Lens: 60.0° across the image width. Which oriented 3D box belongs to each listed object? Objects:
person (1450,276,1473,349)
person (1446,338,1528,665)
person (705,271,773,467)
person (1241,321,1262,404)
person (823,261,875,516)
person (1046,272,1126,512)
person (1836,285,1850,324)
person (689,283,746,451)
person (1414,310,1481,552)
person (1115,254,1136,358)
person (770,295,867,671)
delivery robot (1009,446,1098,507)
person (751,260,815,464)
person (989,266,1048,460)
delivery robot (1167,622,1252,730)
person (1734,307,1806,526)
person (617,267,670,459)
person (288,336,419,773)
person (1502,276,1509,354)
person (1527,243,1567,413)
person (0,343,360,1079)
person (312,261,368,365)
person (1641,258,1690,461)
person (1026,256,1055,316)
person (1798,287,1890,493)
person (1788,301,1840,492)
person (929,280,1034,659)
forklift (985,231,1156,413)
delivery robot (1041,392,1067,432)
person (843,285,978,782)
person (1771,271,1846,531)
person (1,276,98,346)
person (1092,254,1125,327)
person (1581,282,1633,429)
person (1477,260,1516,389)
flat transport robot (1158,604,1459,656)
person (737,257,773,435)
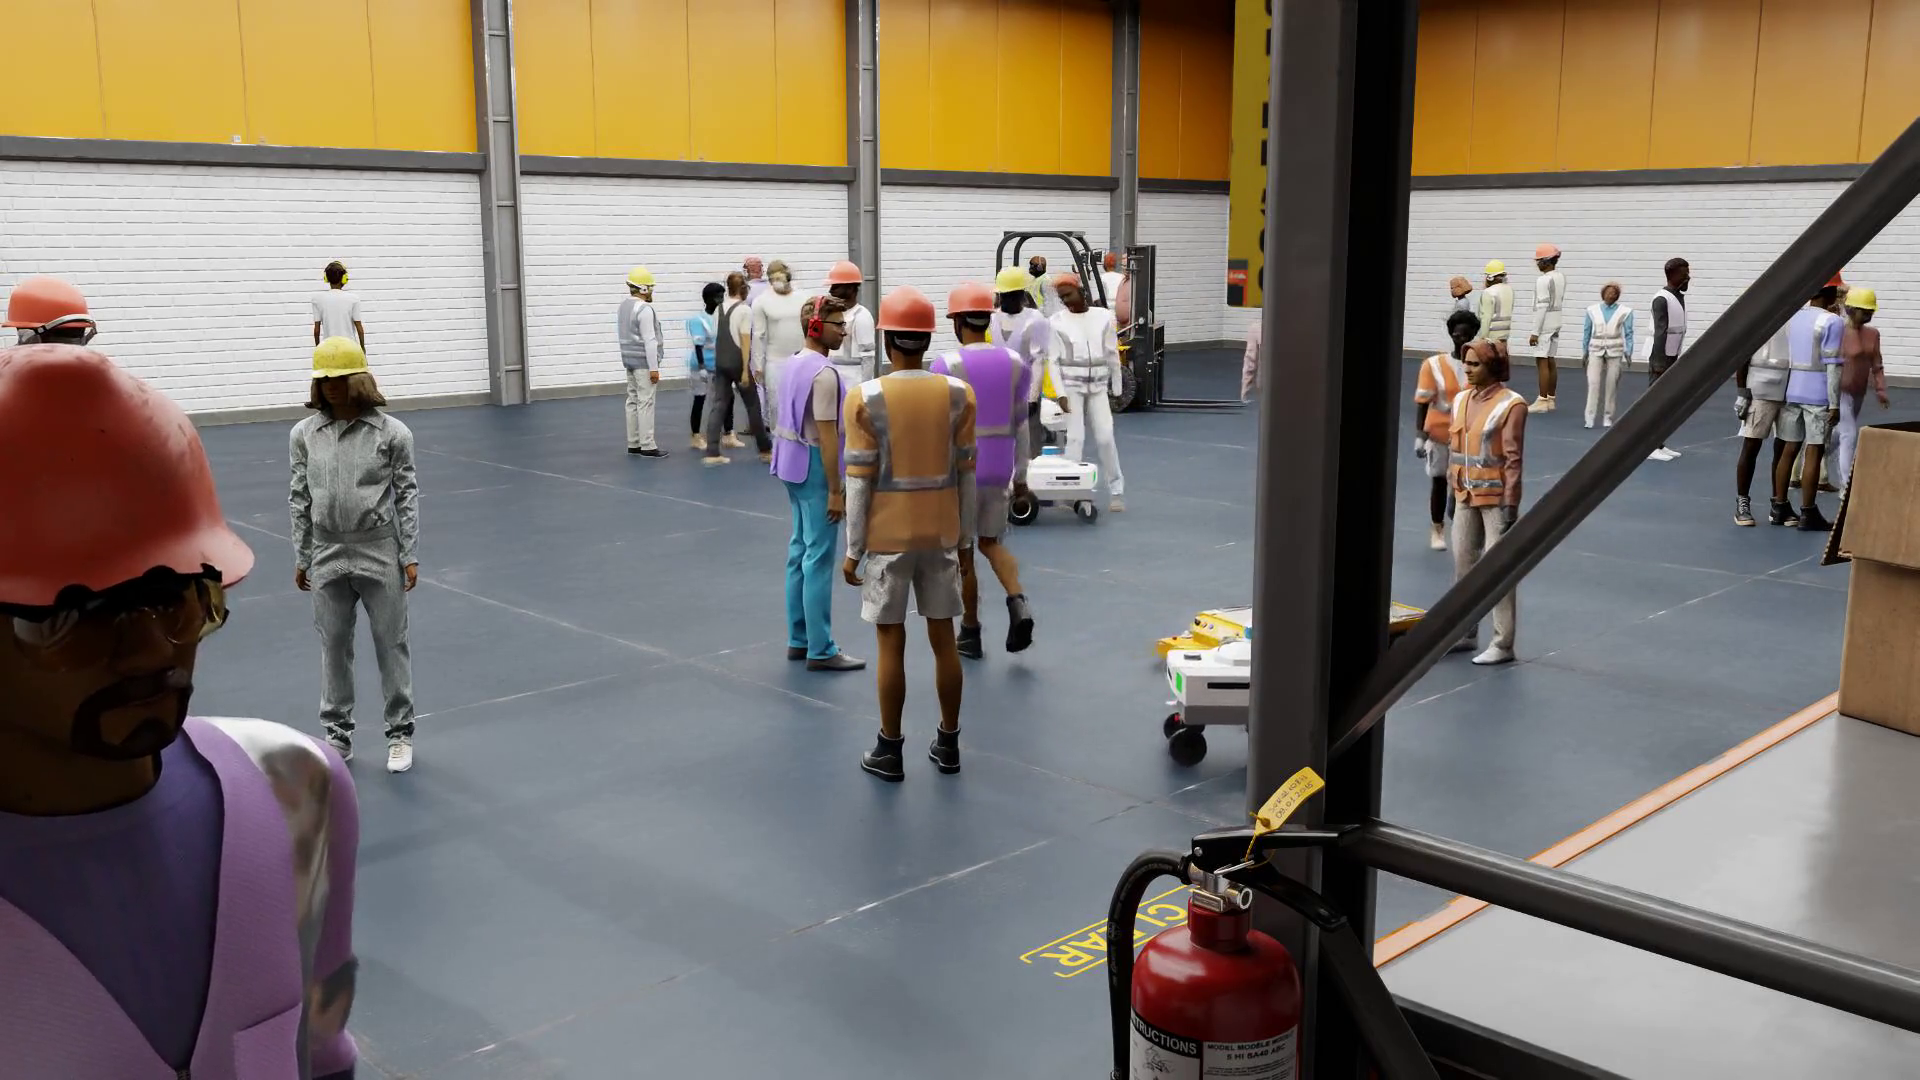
[{"bbox_3d":[6.099,-2.399,20.339,0.280,1.633,0.498,3,11,16],"label":"person"},{"bbox_3d":[2.621,-0.194,8.327,0.318,1.629,0.513,-5,11,-24],"label":"person"},{"bbox_3d":[-2.052,-1.598,15.516,0.513,1.789,0.956,7,13,35],"label":"person"},{"bbox_3d":[2.605,-1.276,13.920,0.543,1.726,0.819,6,12,31],"label":"person"},{"bbox_3d":[-0.849,-1.154,12.715,0.379,1.938,0.547,-5,12,-27],"label":"person"},{"bbox_3d":[1.014,-1.134,12.870,0.695,1.852,0.444,-3,11,-15],"label":"person"},{"bbox_3d":[9.567,-2.025,18.364,0.446,1.608,0.541,7,12,32],"label":"person"},{"bbox_3d":[-2.413,-1.689,16.357,0.679,1.660,0.541,7,13,34],"label":"person"},{"bbox_3d":[3.262,-0.687,10.953,0.547,1.647,0.893,2,11,11],"label":"person"},{"bbox_3d":[2.222,-2.792,21.757,0.406,1.902,0.639,-5,12,-26],"label":"person"},{"bbox_3d":[-0.723,-0.278,8.202,0.396,1.841,0.565,-4,11,-22],"label":"person"},{"bbox_3d":[0.667,-0.457,12.434,0.707,0.478,0.477,-1,10,-3],"label":"delivery robot"},{"bbox_3d":[-1.625,-1.650,15.540,0.672,1.900,0.474,-4,11,-20],"label":"person"},{"bbox_3d":[0.403,-1.168,12.928,0.601,1.880,0.850,8,13,38],"label":"person"},{"bbox_3d":[1.201,0.580,6.782,0.707,0.478,0.477,0,10,2],"label":"delivery robot"},{"bbox_3d":[5.998,-1.078,12.224,0.603,1.966,0.367,0,10,0],"label":"person"},{"bbox_3d":[-3.038,-1.691,15.940,0.404,1.828,0.601,-8,13,-36],"label":"person"},{"bbox_3d":[-2.391,0.070,6.573,0.493,1.743,0.313,0,10,-3],"label":"person"},{"bbox_3d":[7.432,-2.920,23.185,0.415,1.622,0.514,-4,11,-22],"label":"person"},{"bbox_3d":[7.028,-2.544,20.029,0.388,2.039,0.618,9,13,39],"label":"person"},{"bbox_3d":[-0.745,0.846,1.520,0.394,2.044,0.609,6,12,28],"label":"person"},{"bbox_3d":[-6.300,-1.893,16.934,0.514,1.872,0.328,-1,10,-7],"label":"person"},{"bbox_3d":[6.749,-1.732,15.920,0.395,1.920,0.587,8,13,37],"label":"person"},{"bbox_3d":[1.096,-3.054,23.341,0.429,1.842,0.634,-3,11,-15],"label":"person"},{"bbox_3d":[7.160,-1.192,13.502,0.523,1.725,0.845,-5,11,-23],"label":"person"},{"bbox_3d":[7.147,-1.216,13.885,0.285,1.633,0.501,-6,12,-31],"label":"person"},{"bbox_3d":[0.102,-0.331,8.293,0.571,1.915,0.544,-6,12,-31],"label":"person"},{"bbox_3d":[1.222,-2.721,20.561,2.313,2.155,1.214,2,11,13],"label":"forklift"},{"bbox_3d":[0.810,-1.244,16.724,0.707,0.478,0.477,-9,14,-40],"label":"delivery robot"},{"bbox_3d":[-0.202,-0.018,6.520,0.543,1.939,0.360,-4,11,-20],"label":"person"},{"bbox_3d":[6.183,-1.036,12.063,0.354,1.942,0.545,-3,11,-16],"label":"person"},{"bbox_3d":[-3.034,0.102,5.712,0.381,1.994,0.617,3,11,16],"label":"person"},{"bbox_3d":[2.267,-3.460,25.579,0.602,1.836,0.897,-4,11,-21],"label":"person"},{"bbox_3d":[7.160,-2.039,18.421,0.534,1.630,0.489,5,11,25],"label":"person"},{"bbox_3d":[6.510,-2.498,20.329,0.587,1.835,0.404,-8,13,-39],"label":"person"},{"bbox_3d":[1.773,0.469,8.416,1.431,0.197,0.652,-6,12,-29],"label":"flat transport robot"},{"bbox_3d":[-2.189,-2.070,17.815,0.402,1.904,0.639,7,12,33],"label":"person"}]
